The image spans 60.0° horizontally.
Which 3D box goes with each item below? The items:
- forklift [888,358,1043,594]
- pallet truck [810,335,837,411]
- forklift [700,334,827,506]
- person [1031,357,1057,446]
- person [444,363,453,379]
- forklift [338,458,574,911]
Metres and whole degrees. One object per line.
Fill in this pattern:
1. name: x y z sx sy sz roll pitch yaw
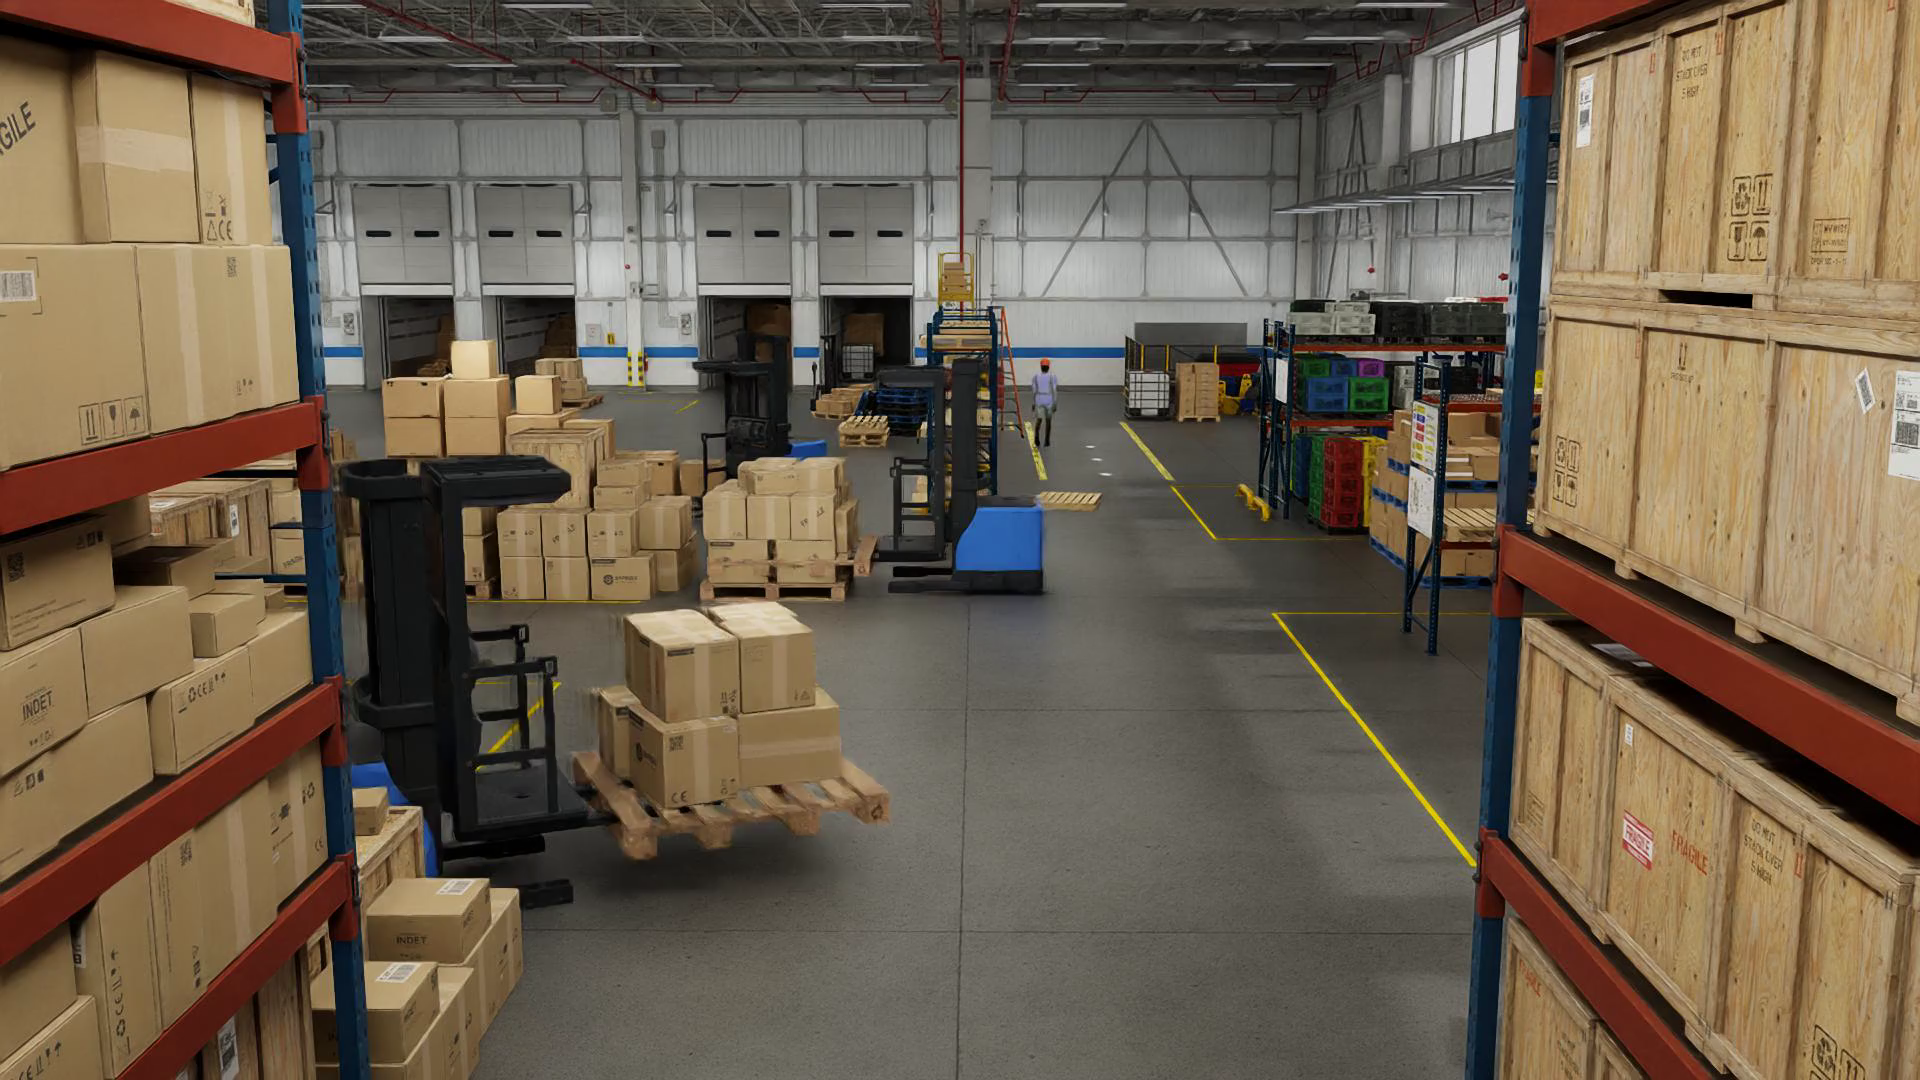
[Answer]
1. forklift: 0.077 -0.808 20.363 1.873 2.768 1.129 0 10 1
2. pallet truck: -3.021 -4.312 43.126 1.885 1.965 0.823 3 10 17
3. forklift: -3.126 -1.901 26.671 1.129 2.768 1.873 9 13 41
4. person: 1.780 -2.920 35.329 0.552 1.922 0.659 3 10 15
5. person: -11.584 -3.226 37.919 0.311 1.633 0.519 4 10 20
6. forklift: -3.522 0.918 10.404 1.873 2.768 1.129 -4 11 -24
